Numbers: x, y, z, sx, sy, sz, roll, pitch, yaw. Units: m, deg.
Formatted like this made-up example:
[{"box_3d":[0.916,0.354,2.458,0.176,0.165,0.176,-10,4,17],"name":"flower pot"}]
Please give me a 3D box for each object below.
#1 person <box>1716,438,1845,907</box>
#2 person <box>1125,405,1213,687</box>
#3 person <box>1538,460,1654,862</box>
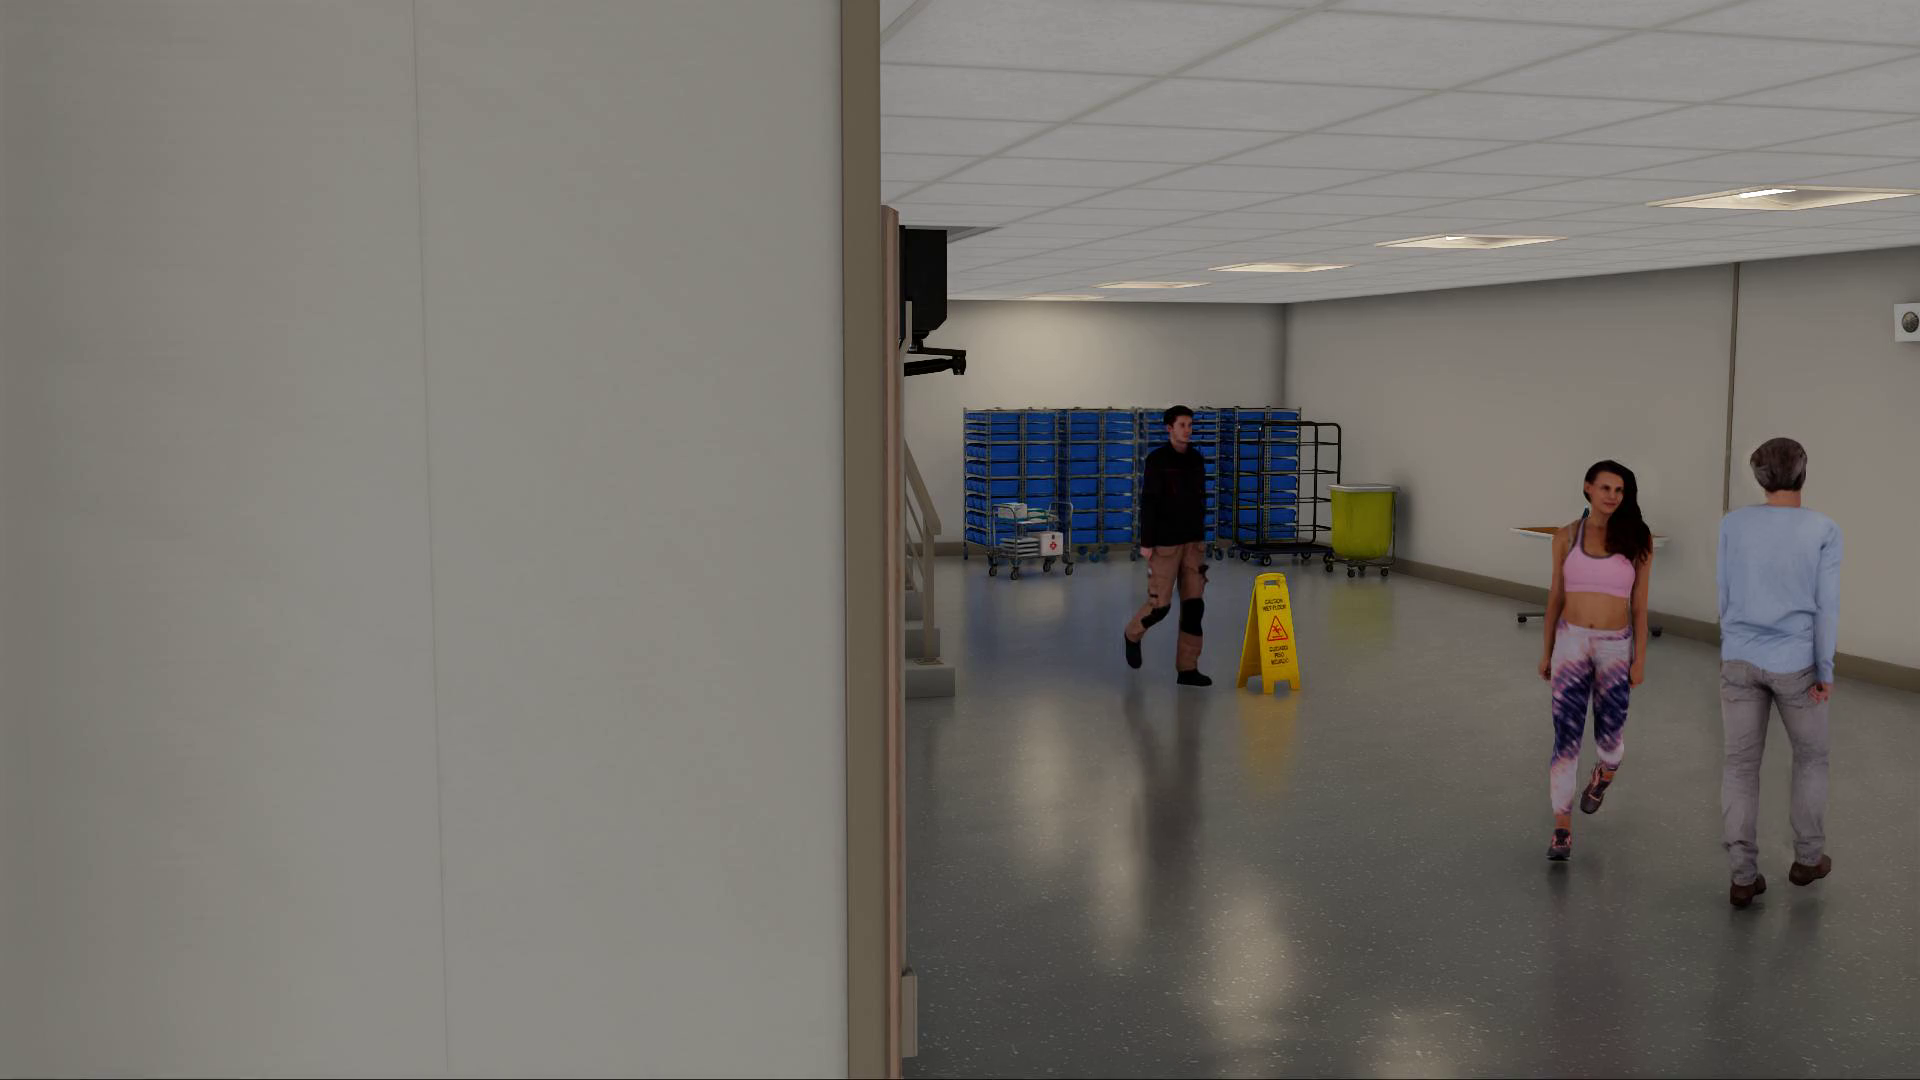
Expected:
[{"box_3d":[3.223,0.541,6.667,0.956,1.865,0.985,5,7,38],"name":"person"},{"box_3d":[1.439,0.041,11.432,0.875,1.908,1.117,-3,7,-31],"name":"person"},{"box_3d":[2.846,0.527,7.422,1.048,1.743,1.166,3,7,29],"name":"person"}]
